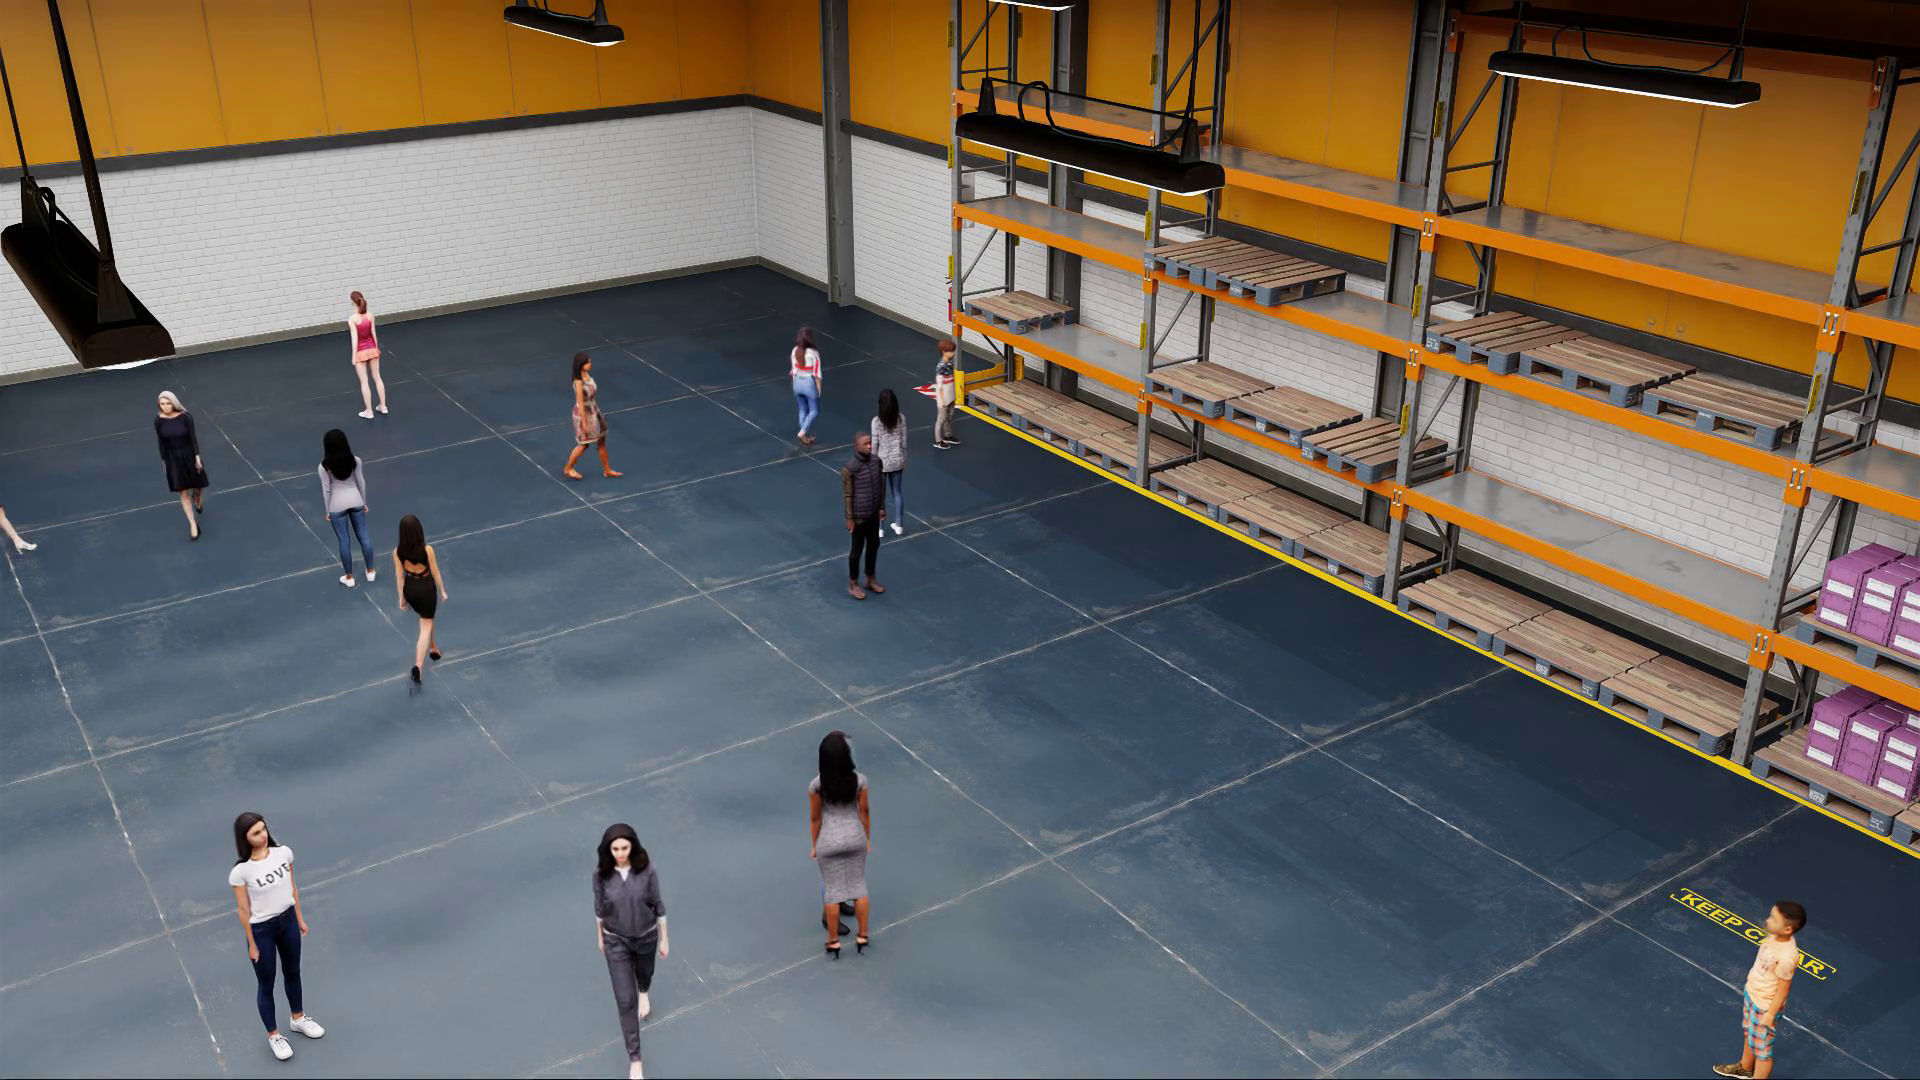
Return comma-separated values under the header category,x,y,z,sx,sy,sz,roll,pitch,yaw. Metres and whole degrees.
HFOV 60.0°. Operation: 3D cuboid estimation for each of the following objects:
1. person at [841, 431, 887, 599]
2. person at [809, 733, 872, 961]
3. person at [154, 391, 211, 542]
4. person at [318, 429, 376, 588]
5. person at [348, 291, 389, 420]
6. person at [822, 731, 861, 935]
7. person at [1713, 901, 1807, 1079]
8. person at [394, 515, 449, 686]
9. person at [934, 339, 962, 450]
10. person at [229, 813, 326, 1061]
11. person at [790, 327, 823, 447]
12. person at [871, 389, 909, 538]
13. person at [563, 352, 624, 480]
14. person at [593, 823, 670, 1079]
category,x,y,z,sx,sy,sz,roll,pitch,yaw
person,-1.003,-0.285,17.389,0.639,1.837,0.722,21,31,39
person,-0.844,2.177,11.827,0.662,1.780,0.659,-5,24,-12
person,-8.810,-0.877,18.875,0.782,1.730,0.966,-7,25,-16
person,-6.511,-0.351,17.658,0.602,1.742,0.523,-17,29,-33
person,-8.103,-2.544,22.660,0.656,1.754,0.639,16,28,32
person,-0.895,2.109,12.168,0.720,1.631,0.674,5,24,12
person,5.120,2.908,10.553,0.658,1.461,0.594,3,24,8
person,-5.097,0.587,15.666,0.976,1.618,1.075,2,24,6
person,-0.188,-1.915,21.612,0.595,1.441,0.593,14,27,29
person,-4.528,2.571,10.934,0.647,1.773,0.659,15,27,30
person,-2.028,-1.942,21.473,0.873,1.601,0.891,9,25,20
person,-0.813,-0.877,18.875,0.644,1.731,0.577,-12,26,-25
person,-4.659,-1.506,20.446,1.020,1.625,1.009,1,24,3
person,-2.163,2.585,10.980,0.905,1.710,1.240,-5,24,-11
